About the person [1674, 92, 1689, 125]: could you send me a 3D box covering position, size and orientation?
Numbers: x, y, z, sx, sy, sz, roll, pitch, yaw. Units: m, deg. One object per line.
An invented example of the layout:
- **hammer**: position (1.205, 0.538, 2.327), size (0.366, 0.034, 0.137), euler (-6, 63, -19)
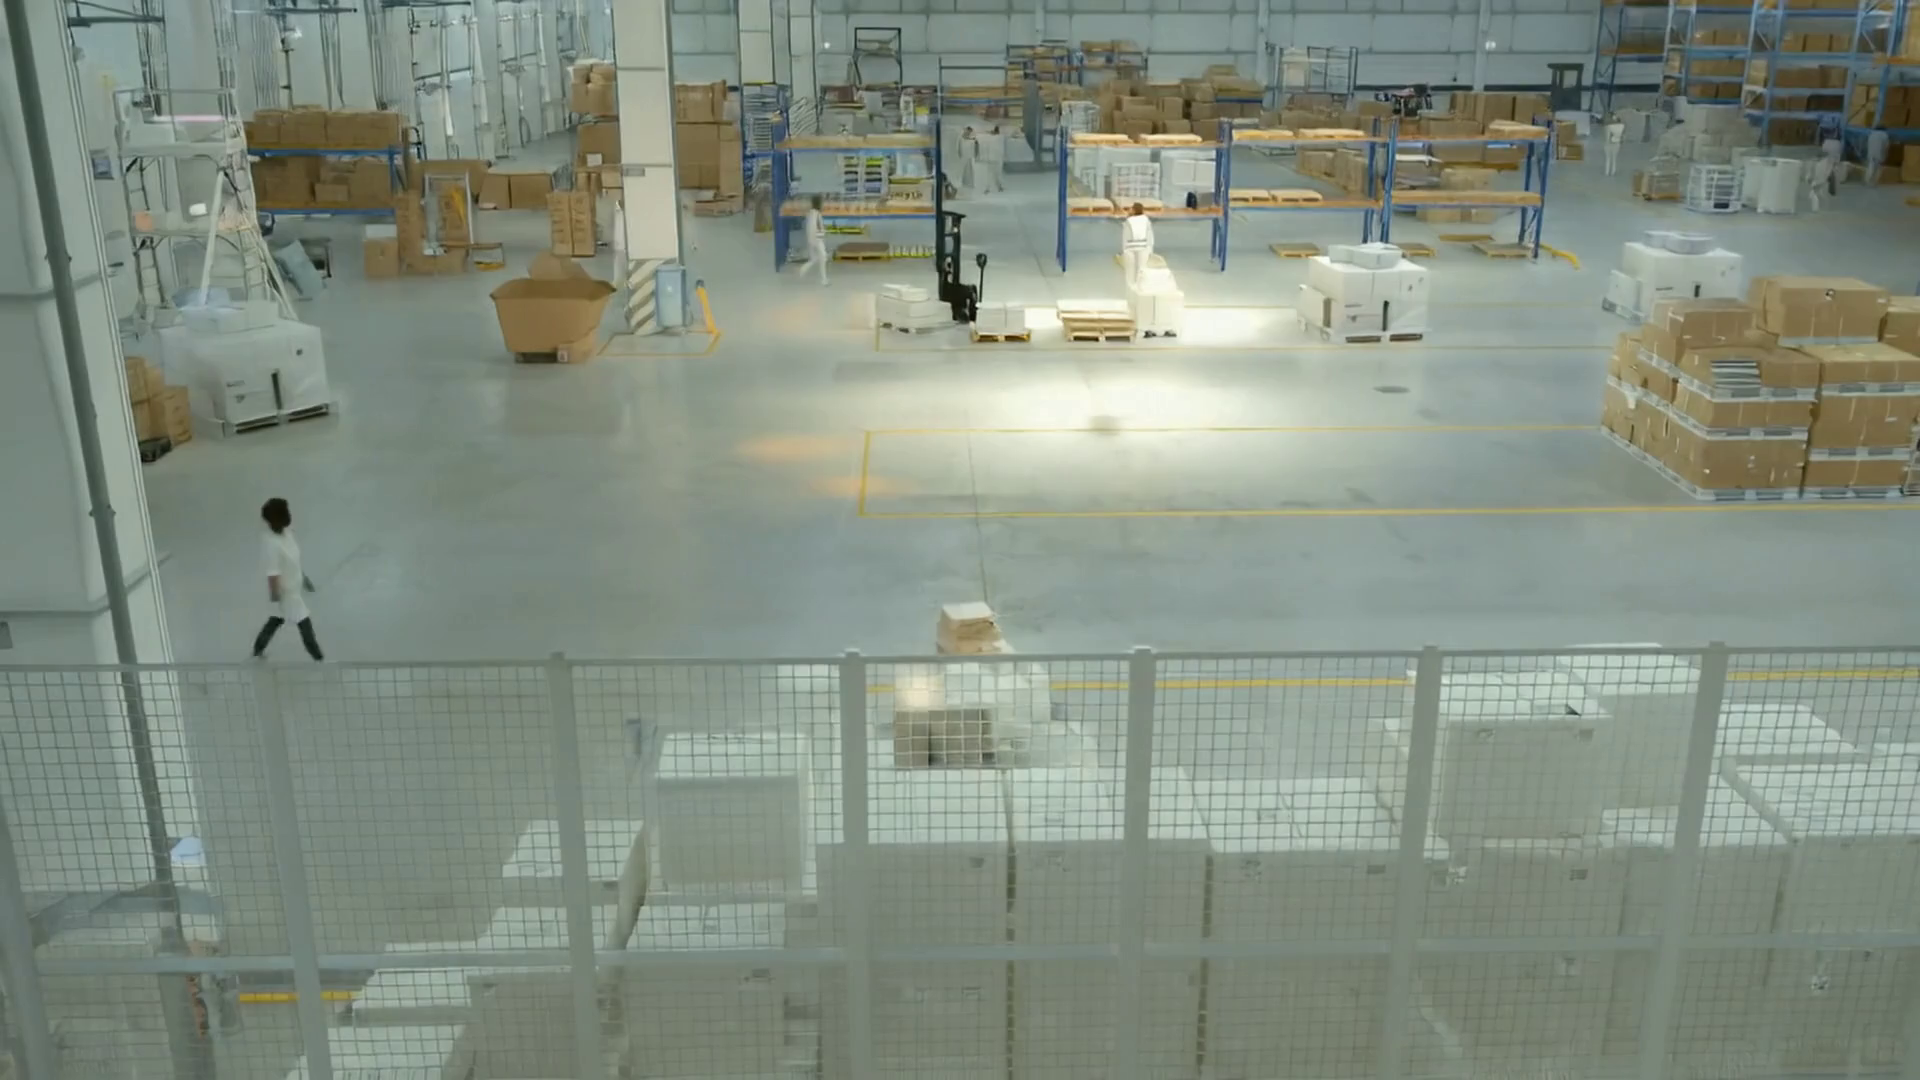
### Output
- **person**: position (26.534, -15.507, 61.324), size (1.030, 1.954, 0.602), euler (1, 19, 2)

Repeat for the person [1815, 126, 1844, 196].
- **person**: position (24.823, -10.823, 47.440), size (0.613, 1.942, 0.885), euler (-1, 19, -3)

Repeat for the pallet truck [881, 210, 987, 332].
- **pallet truck**: position (-0.493, -4.759, 29.349), size (1.885, 1.965, 0.823), euler (-13, 23, -34)

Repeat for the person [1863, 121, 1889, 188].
- **person**: position (26.997, -11.356, 49.015), size (0.379, 1.937, 0.629), euler (-10, 21, -28)

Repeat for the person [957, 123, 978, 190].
- **person**: position (0.215, -11.313, 48.957), size (0.644, 1.900, 1.002), euler (-3, 19, -9)

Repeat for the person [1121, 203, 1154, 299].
- **person**: position (3.399, -5.559, 31.985), size (0.624, 1.835, 0.431), euler (-1, 19, -3)

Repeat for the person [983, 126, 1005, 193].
- **person**: position (0.960, -10.928, 47.849), size (0.650, 1.884, 0.971), euler (15, 24, 38)

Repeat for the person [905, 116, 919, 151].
- **person**: position (-1.536, -12.763, 53.502), size (0.480, 1.733, 0.333), euler (-6, 20, -18)

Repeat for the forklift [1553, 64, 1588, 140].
- **forklift**: position (23.281, -16.817, 63.761), size (1.129, 2.768, 1.873), euler (-1, 19, -2)

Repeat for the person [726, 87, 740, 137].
- **person**: position (-8.789, -16.800, 65.244), size (0.934, 1.898, 0.544), euler (-18, 25, -42)

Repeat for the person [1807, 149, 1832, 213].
- **person**: position (22.550, -9.404, 43.620), size (0.538, 1.681, 0.562), euler (0, 19, 0)

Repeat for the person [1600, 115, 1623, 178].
- **person**: position (20.234, -12.220, 51.614), size (0.587, 1.913, 0.391), euler (-7, 20, -21)

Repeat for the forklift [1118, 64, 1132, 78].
- **forklift**: position (6.251, -16.612, 63.152), size (1.873, 2.768, 1.129), euler (5, 19, 15)

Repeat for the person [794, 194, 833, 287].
- **person**: position (-2.916, -5.953, 33.099), size (0.677, 1.861, 0.598), euler (5, 19, 15)

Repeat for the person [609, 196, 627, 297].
- **person**: position (-6.470, -5.673, 32.152), size (1.032, 1.945, 0.656), euler (-15, 24, -37)

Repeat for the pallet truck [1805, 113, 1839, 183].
- **pallet truck**: position (26.403, -11.957, 50.702), size (0.823, 1.965, 1.885), euler (6, 19, 16)

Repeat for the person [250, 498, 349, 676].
- **person**: position (-5.911, 0.418, 14.515), size (0.864, 1.655, 0.528), euler (-4, 19, -13)

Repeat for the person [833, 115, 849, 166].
- **person**: position (-3.920, -13.146, 54.783), size (0.522, 1.640, 0.306), euler (2, 19, 6)

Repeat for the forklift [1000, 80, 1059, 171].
- **forklift**: position (2.238, -13.269, 53.236), size (1.873, 2.768, 1.129), euler (-1, 19, -2)

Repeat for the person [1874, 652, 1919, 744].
- **person**: position (6.179, 1.555, 10.813), size (0.513, 1.872, 0.328), euler (3, 19, 8)

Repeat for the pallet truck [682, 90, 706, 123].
- **pallet truck**: position (-9.671, -15.907, 62.421), size (0.823, 1.965, 1.885), euler (5, 19, 15)

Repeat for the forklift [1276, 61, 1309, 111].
- **forklift**: position (13.228, -17.508, 65.810), size (1.129, 2.768, 1.873), euler (-1, 19, -1)

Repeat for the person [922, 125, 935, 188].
- **person**: position (-0.940, -11.334, 49.134), size (0.511, 1.828, 0.727), euler (-16, 24, -39)
